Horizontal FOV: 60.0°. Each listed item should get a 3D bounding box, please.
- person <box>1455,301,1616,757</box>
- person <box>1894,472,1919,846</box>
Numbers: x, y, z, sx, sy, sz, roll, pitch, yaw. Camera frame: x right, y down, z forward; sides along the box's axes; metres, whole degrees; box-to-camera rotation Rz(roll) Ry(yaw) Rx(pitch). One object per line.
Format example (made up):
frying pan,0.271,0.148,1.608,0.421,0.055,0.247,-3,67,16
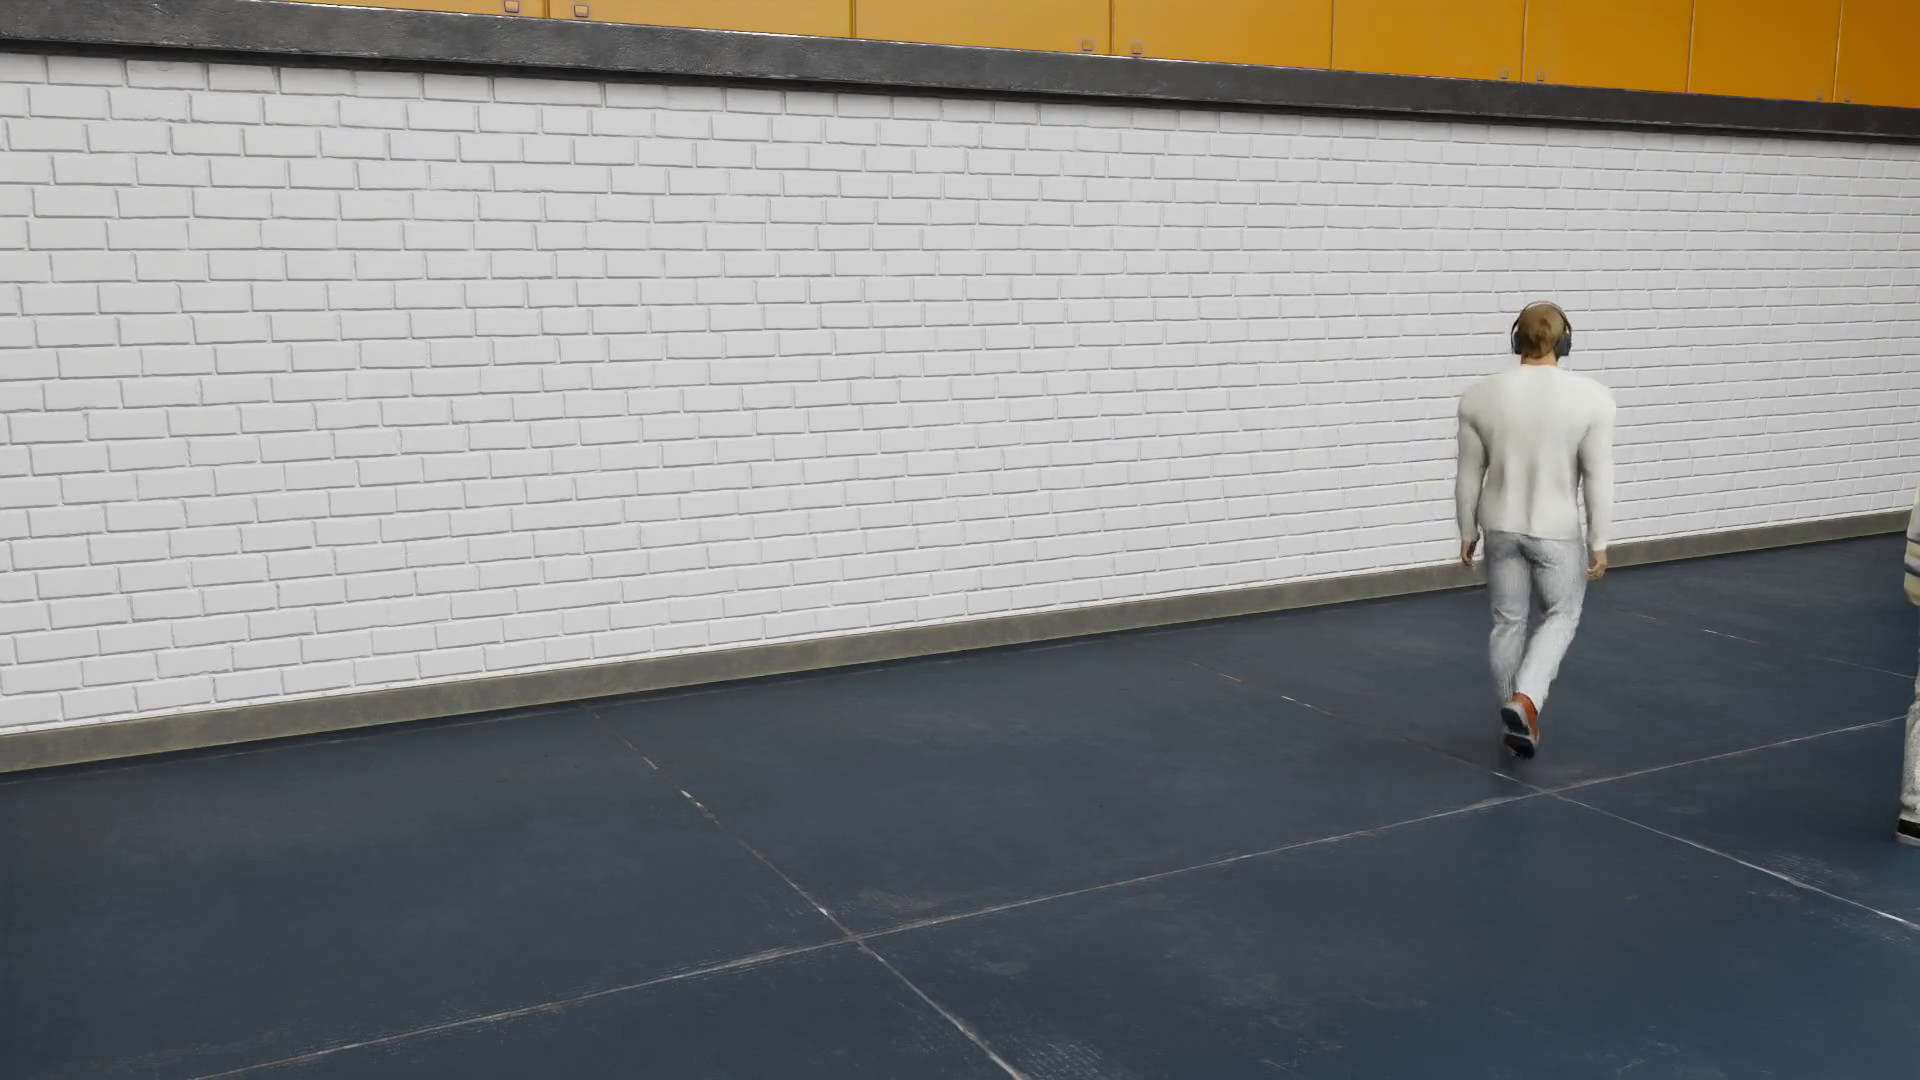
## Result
person,2.352,-0.020,6.889,0.648,1.926,0.561,6,12,32
person,3.596,0.198,5.934,0.403,1.825,0.595,7,12,37
